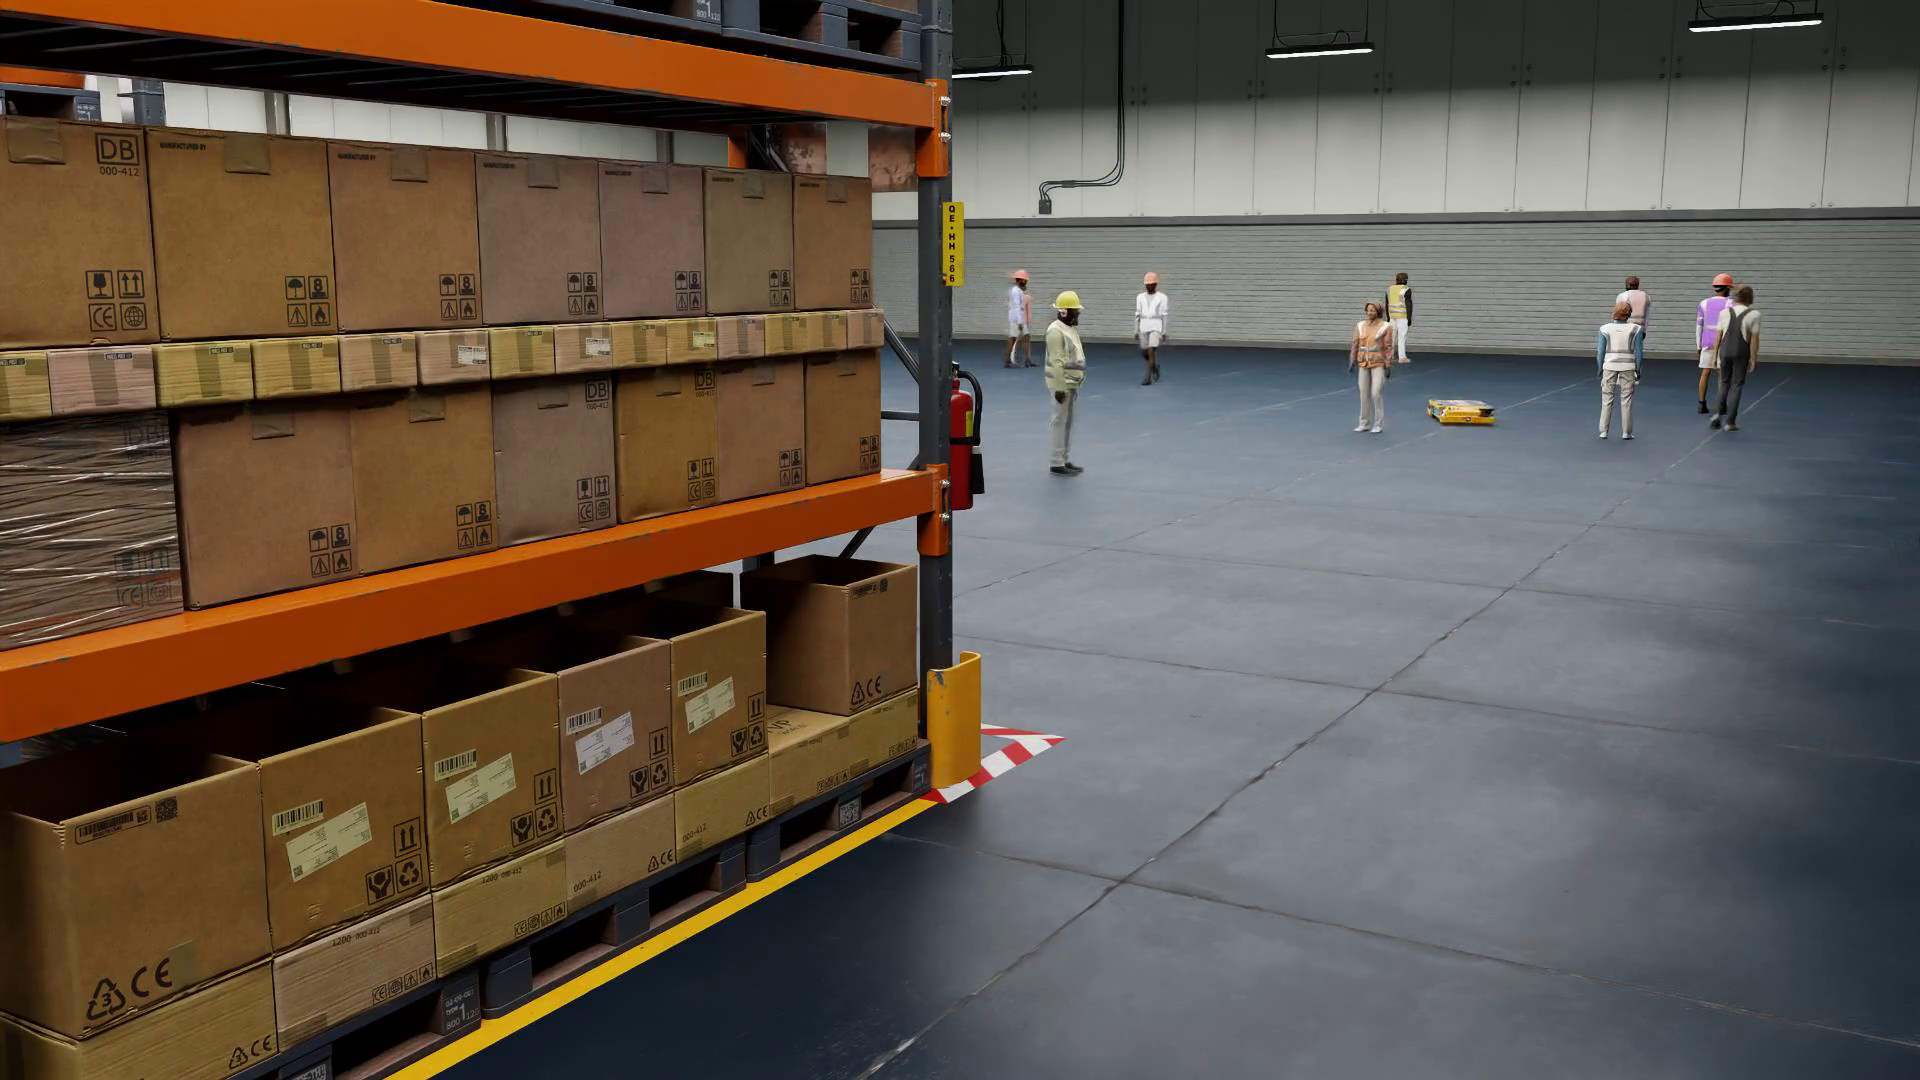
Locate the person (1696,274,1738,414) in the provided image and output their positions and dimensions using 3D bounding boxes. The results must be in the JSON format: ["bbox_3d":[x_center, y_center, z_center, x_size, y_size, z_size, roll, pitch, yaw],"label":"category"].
[{"bbox_3d":[10.443,-2.697,22.943,0.547,1.934,0.376,9,13,44],"label":"person"}]

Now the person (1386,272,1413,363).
[{"bbox_3d":[9.019,-4.556,34.095,0.429,1.841,0.634,-7,12,-34],"label":"person"}]

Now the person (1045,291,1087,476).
[{"bbox_3d":[1.053,-1.555,16.558,0.403,1.830,0.595,3,10,19],"label":"person"}]

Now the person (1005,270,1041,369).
[{"bbox_3d":[1.237,-4.254,32.127,0.829,1.902,0.584,2,10,11],"label":"person"}]

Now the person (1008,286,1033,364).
[{"bbox_3d":[1.201,-4.389,33.486,0.537,1.718,0.928,3,10,18],"label":"person"}]

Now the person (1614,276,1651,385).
[{"bbox_3d":[11.330,-3.540,28.145,0.630,1.842,0.429,-2,10,-11],"label":"person"}]

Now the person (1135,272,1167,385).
[{"bbox_3d":[3.261,-3.596,28.269,0.555,1.916,0.777,5,11,27],"label":"person"}]

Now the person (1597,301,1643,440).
[{"bbox_3d":[7.833,-2.007,19.762,0.511,1.640,0.308,5,11,28],"label":"person"}]

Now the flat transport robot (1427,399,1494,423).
[{"bbox_3d":[6.636,-1.719,22.076,0.652,0.197,1.431,1,10,8],"label":"flat transport robot"}]

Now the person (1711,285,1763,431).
[{"bbox_3d":[9.715,-2.273,20.830,0.543,1.812,0.480,9,13,42],"label":"person"}]

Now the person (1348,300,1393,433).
[{"bbox_3d":[5.093,-2.142,20.564,0.324,1.640,0.523,-9,13,-43],"label":"person"}]
